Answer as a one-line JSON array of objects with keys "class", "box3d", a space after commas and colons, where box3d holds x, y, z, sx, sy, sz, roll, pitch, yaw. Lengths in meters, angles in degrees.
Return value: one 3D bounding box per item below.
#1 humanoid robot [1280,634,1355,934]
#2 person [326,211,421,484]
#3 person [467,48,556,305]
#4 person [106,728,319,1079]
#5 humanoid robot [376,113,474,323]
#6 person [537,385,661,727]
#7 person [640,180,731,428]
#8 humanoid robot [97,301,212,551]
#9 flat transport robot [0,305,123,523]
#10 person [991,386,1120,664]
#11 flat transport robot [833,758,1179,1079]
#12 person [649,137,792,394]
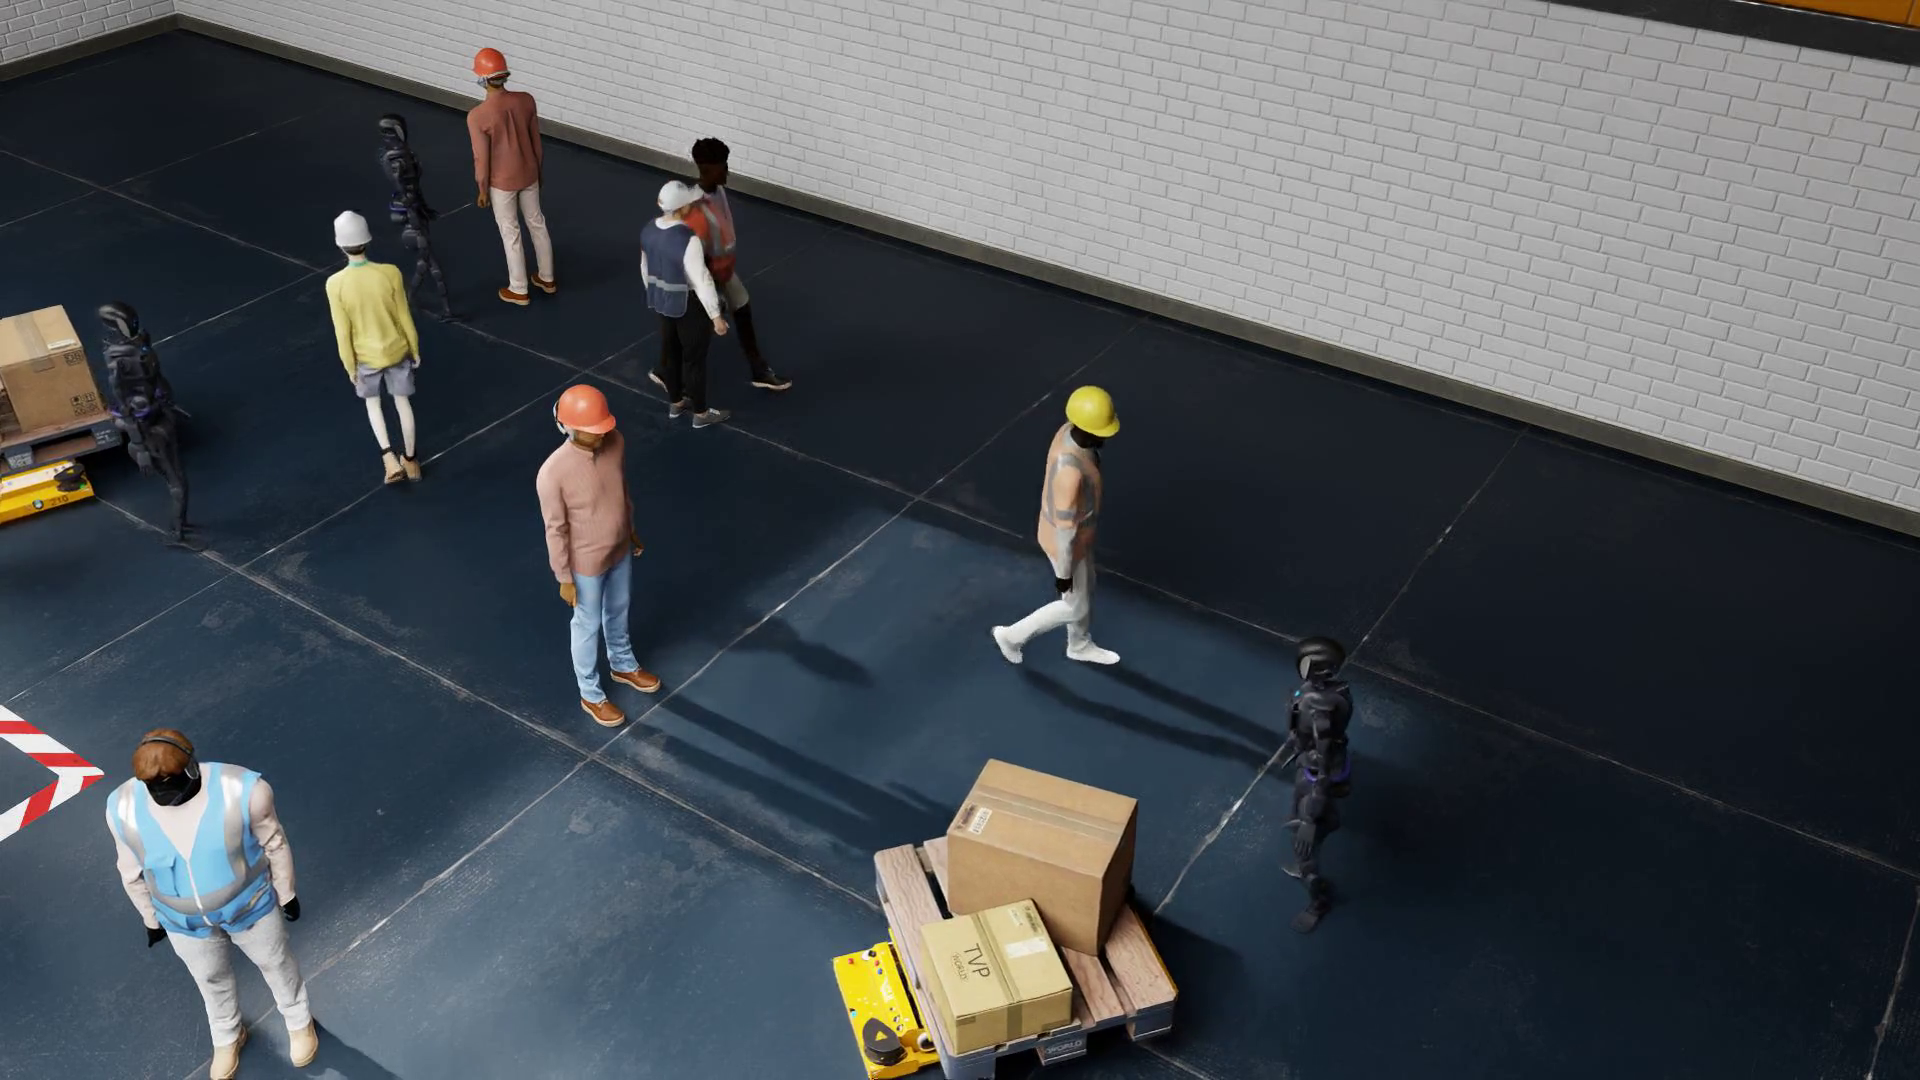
[{"class": "humanoid robot", "box3d": [1.599, 1.079, 7.502, 0.338, 1.644, 0.608, 3, 35, 4]}, {"class": "person", "box3d": [-3.663, -1.171, 10.539, 0.490, 1.879, 0.471, -13, 37, -18]}, {"class": "person", "box3d": [-3.437, -2.769, 12.717, 0.375, 1.995, 0.608, 26, 42, 32]}, {"class": "person", "box3d": [-3.015, 1.487, 6.768, 0.627, 1.842, 0.429, -8, 36, -11]}, {"class": "humanoid robot", "box3d": [-4.106, -2.427, 12.530, 0.595, 1.659, 0.602, -6, 35, -8]}, {"class": "person", "box3d": [-1.873, 0.065, 8.669, 0.399, 1.989, 0.621, 18, 39, 24]}, {"class": "person", "box3d": [-1.870, -1.589, 11.235, 0.766, 1.755, 0.446, 27, 43, 33]}, {"class": "humanoid robot", "box3d": [-4.830, -0.702, 10.043, 0.390, 1.654, 0.616, -1, 35, -2]}, {"class": "flat transport robot", "box3d": [-6.293, -0.585, 11.099, 0.659, 0.231, 1.431, -21, 40, -27]}, {"class": "person", "box3d": [0.543, -0.039, 8.910, 0.652, 1.896, 0.678, 3, 35, 5]}, {"class": "flat transport robot", "box3d": [0.200, 1.950, 7.477, 1.431, 0.231, 0.659, -10, 36, -14]}, {"class": "person", "box3d": [-1.754, -1.875, 11.513, 0.998, 1.915, 0.601, 6, 35, 8]}]
